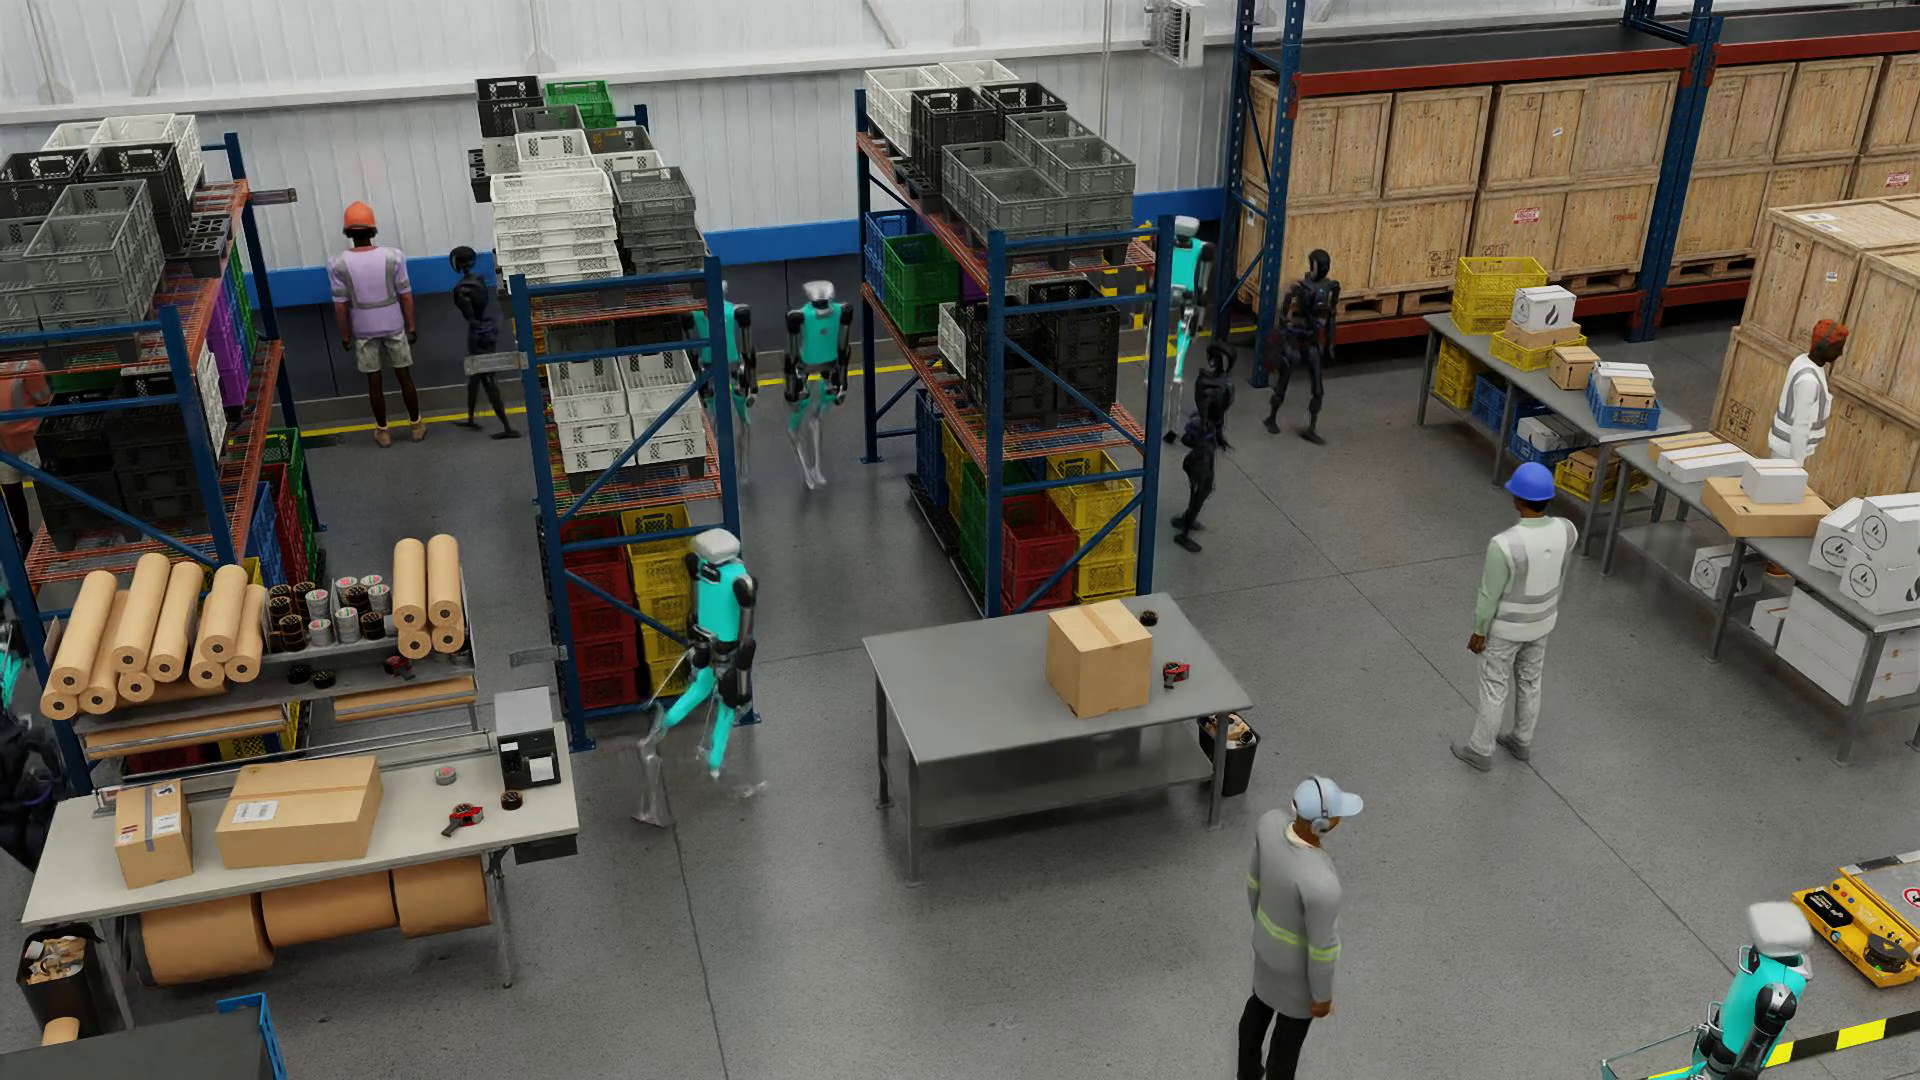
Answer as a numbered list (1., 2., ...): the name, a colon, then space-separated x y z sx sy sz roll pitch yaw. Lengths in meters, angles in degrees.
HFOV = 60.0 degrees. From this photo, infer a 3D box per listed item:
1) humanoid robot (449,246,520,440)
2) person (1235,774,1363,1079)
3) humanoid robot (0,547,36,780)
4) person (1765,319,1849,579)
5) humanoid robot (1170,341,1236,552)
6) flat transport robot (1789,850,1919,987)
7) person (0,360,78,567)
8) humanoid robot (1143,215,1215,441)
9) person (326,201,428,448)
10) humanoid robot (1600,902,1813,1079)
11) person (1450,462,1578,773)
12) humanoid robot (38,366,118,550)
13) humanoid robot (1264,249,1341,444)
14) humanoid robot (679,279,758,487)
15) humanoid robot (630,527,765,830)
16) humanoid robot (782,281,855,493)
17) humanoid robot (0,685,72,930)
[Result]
1. humanoid robot: -4.005 -1.593 13.610 0.616 1.643 0.608 -4 29 -8
2. person: 1.475 1.788 7.265 0.395 1.850 0.597 -10 30 -17
3. humanoid robot: -5.535 0.678 9.419 0.537 1.740 1.003 -8 30 -15
4. person: 5.857 -0.654 11.672 0.355 1.887 0.573 11 31 18
5. humanoid robot: 1.733 -0.696 11.963 0.425 1.634 0.600 10 30 17
6. flat transport robot: 5.163 1.916 8.676 1.431 0.231 0.659 -8 30 -14
7. person: -6.652 -0.712 11.695 0.600 1.966 0.369 -3 29 -5
8. humanoid robot: 1.759 -1.689 13.773 0.562 1.828 0.915 6 29 10
9. person: -4.722 -1.732 13.474 0.607 2.043 0.394 -11 31 -19
10. humanoid robot: 2.864 2.102 6.676 0.735 1.674 0.533 12 31 21
11. person: 3.202 0.450 9.613 0.609 1.938 0.426 -13 31 -22
12. humanoid robot: -6.342 -0.740 12.064 0.586 1.645 0.576 2 29 3
13. humanoid robot: 2.825 -1.590 13.607 0.599 1.629 0.656 -12 31 -21
14. humanoid robot: -1.820 -1.205 12.899 0.547 1.860 0.693 -1 29 -3
15. humanoid robot: -1.528 0.867 9.124 0.534 1.780 1.020 25 37 38
16. humanoid robot: -1.173 -1.218 12.865 0.544 1.772 0.794 -15 32 -25
17. humanoid robot: -4.649 1.346 8.303 0.601 1.638 0.786 0 29 0
